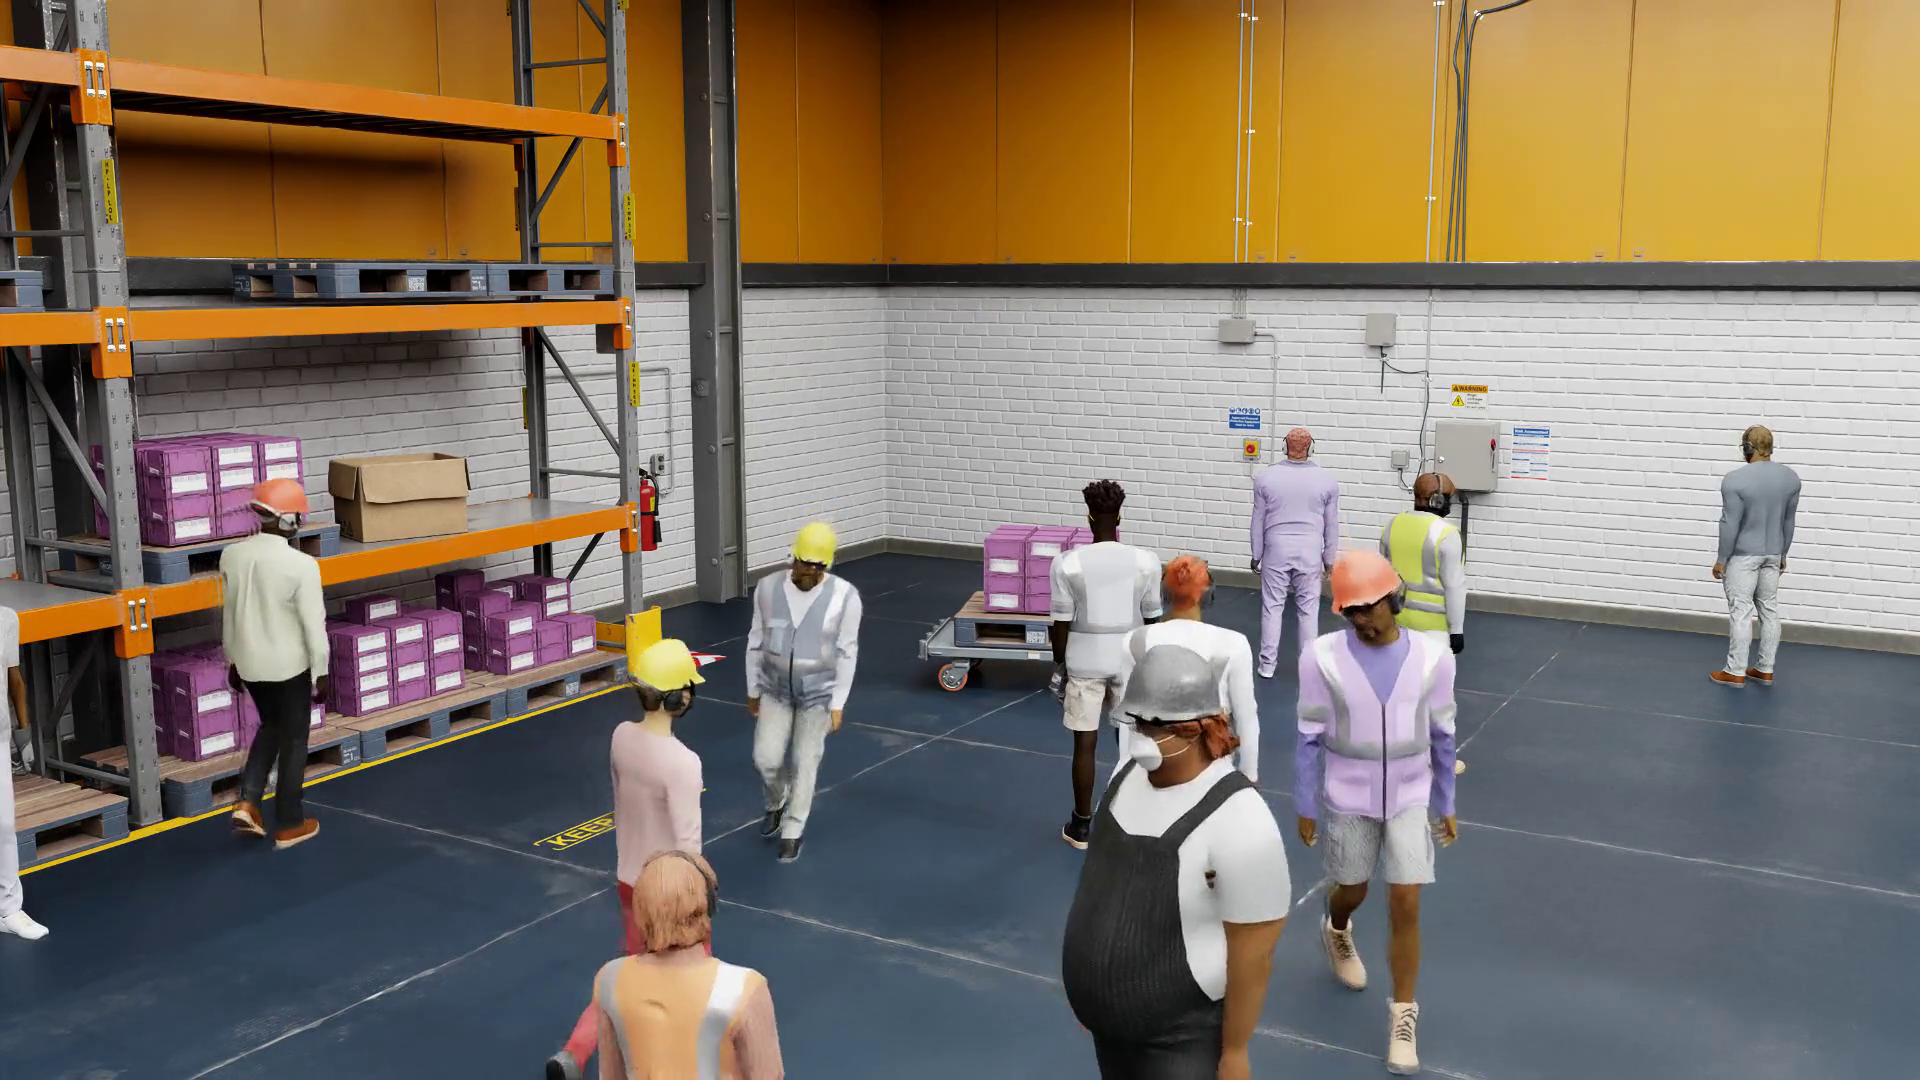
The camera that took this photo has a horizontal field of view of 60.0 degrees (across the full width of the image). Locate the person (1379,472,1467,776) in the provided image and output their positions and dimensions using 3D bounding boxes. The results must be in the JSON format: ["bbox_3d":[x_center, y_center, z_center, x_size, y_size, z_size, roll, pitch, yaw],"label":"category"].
[{"bbox_3d":[2.839,0.504,10.116,0.430,1.838,0.619,-5,10,-29],"label":"person"}]

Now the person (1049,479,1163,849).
[{"bbox_3d":[0.762,0.655,8.764,0.605,1.966,0.367,-1,9,-6],"label":"person"}]

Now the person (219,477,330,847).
[{"bbox_3d":[-3.587,0.652,8.763,0.634,1.971,0.438,3,10,17],"label":"person"}]

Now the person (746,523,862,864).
[{"bbox_3d":[-0.811,0.779,8.571,0.623,1.785,0.473,2,9,10],"label":"person"}]

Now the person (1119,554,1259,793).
[{"bbox_3d":[0.948,0.988,7.083,0.587,1.863,0.908,4,10,26],"label":"person"}]

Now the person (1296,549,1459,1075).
[{"bbox_3d":[1.644,0.992,6.614,0.641,1.996,0.925,1,9,4],"label":"person"}]

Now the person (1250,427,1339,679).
[{"bbox_3d":[2.493,0.103,12.437,0.647,1.900,0.402,1,9,9],"label":"person"}]

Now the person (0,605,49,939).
[{"bbox_3d":[-4.397,0.924,7.428,0.334,1.860,0.509,6,11,32],"label":"person"}]

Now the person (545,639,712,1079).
[{"bbox_3d":[-1.118,1.217,5.921,0.529,1.745,0.698,9,13,44],"label":"person"}]

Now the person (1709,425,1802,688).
[{"bbox_3d":[5.807,0.122,12.193,0.629,1.936,0.373,-2,9,-15],"label":"person"}]

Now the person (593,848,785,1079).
[{"bbox_3d":[-0.690,1.578,4.073,0.535,1.614,0.574,4,10,24],"label":"person"}]
